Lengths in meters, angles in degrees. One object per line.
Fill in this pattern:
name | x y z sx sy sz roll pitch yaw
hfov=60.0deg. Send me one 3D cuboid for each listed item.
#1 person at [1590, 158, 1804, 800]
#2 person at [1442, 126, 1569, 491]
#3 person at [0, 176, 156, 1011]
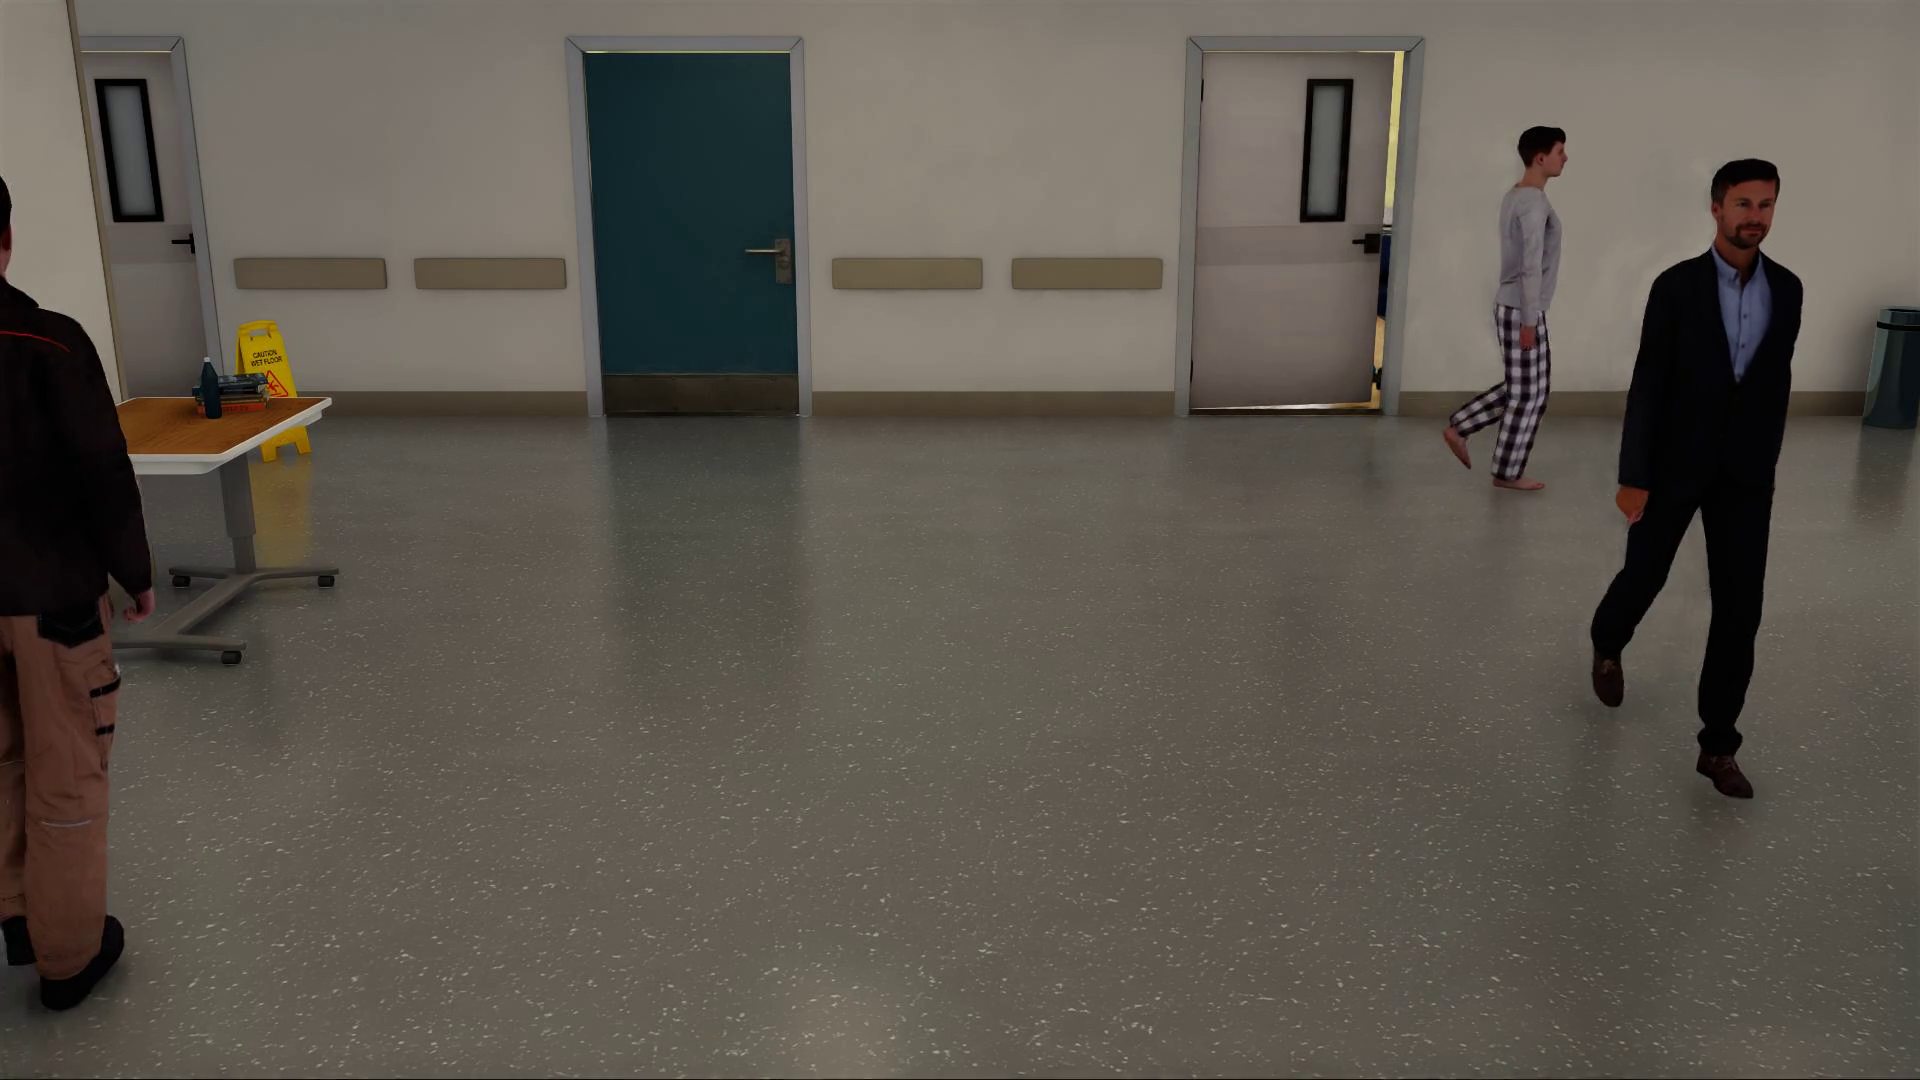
person | 2.255 -0.211 5.131 1.120 1.828 0.721 1 16 3
person | 2.783 -1.162 8.483 0.791 1.838 0.678 2 16 7
person | -2.111 0.161 3.645 0.617 1.917 0.804 -2 16 -6
